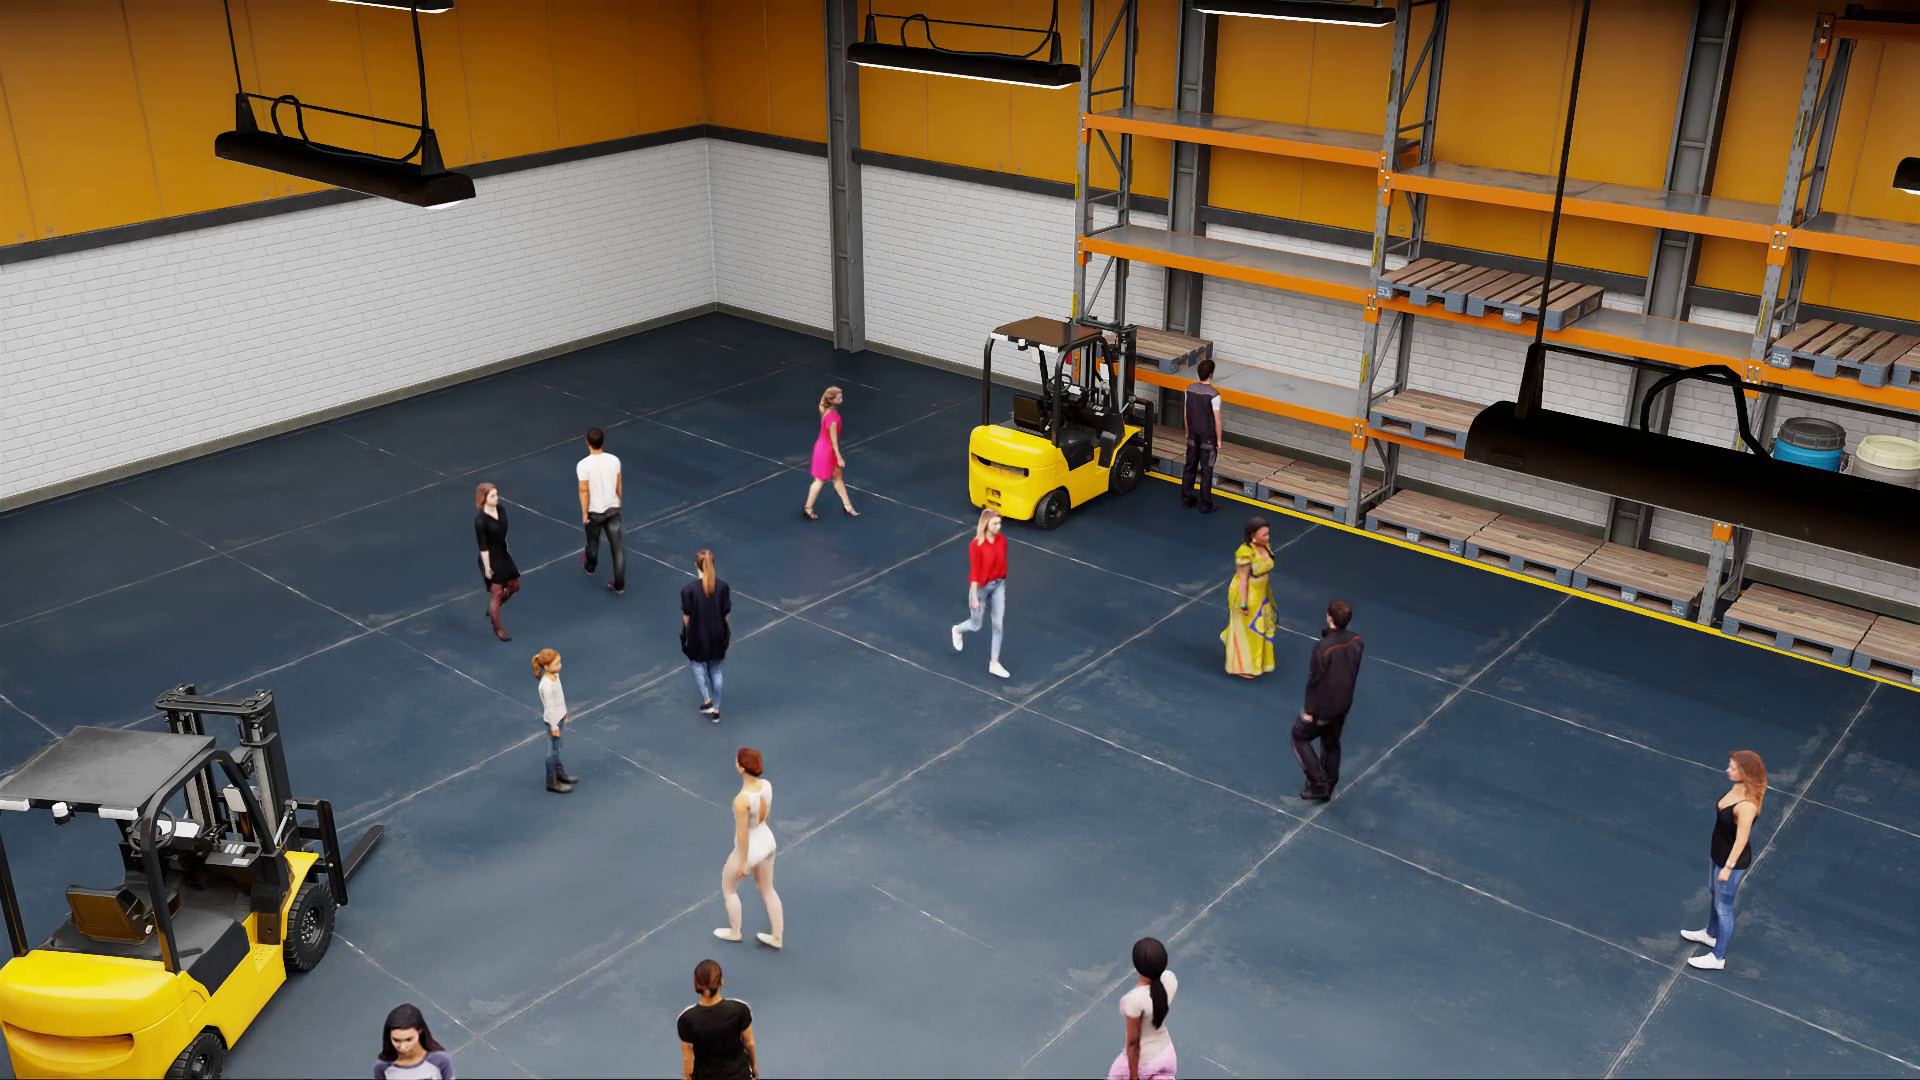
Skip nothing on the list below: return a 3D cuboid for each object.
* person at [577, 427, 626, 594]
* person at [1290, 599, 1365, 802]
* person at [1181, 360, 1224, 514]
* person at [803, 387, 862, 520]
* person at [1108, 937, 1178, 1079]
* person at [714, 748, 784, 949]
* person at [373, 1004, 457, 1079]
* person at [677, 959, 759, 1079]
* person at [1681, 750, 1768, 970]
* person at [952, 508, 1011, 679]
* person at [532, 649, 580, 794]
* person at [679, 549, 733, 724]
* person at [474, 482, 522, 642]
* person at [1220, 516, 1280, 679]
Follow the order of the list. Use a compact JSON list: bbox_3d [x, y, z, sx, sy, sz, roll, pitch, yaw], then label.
[{"bbox_3d":[-3.701,-0.278,17.415,0.871,1.768,1.165,-15,28,-31],"label":"person"},{"bbox_3d":[3.063,1.366,13.576,0.812,1.832,0.763,-16,28,-32],"label":"person"},{"bbox_3d":[2.836,-1.220,19.471,0.491,1.849,0.702,19,30,37],"label":"person"},{"bbox_3d":[-1.609,-0.992,19.167,1.045,1.675,0.966,-4,24,-9],"label":"person"},{"bbox_3d":[1.159,3.117,9.737,0.743,1.698,1.168,-17,29,-33],"label":"person"},{"bbox_3d":[-1.400,2.239,11.838,0.779,1.623,0.635,13,27,28],"label":"person"},{"bbox_3d":[-2.985,3.295,9.290,0.653,1.731,0.689,-5,24,-11],"label":"person"},{"bbox_3d":[-1.378,3.205,9.617,1.064,1.633,1.119,-1,24,-2],"label":"person"},{"bbox_3d":[5.433,2.229,11.737,0.660,1.723,0.670,6,24,14],"label":"person"},{"bbox_3d":[0.210,0.467,15.813,0.780,1.686,1.041,-16,28,-32],"label":"person"},{"bbox_3d":[-3.403,1.500,13.917,0.611,1.314,0.555,0,24,-1],"label":"person"},{"bbox_3d":[-2.240,0.894,14.853,0.779,1.673,0.821,-9,25,-19],"label":"person"},{"bbox_3d":[-4.655,0.206,16.400,0.754,1.695,0.705,8,25,17],"label":"person"},{"bbox_3d":[2.672,0.523,15.736,0.834,1.646,0.766,17,29,34],"label":"person"}]
